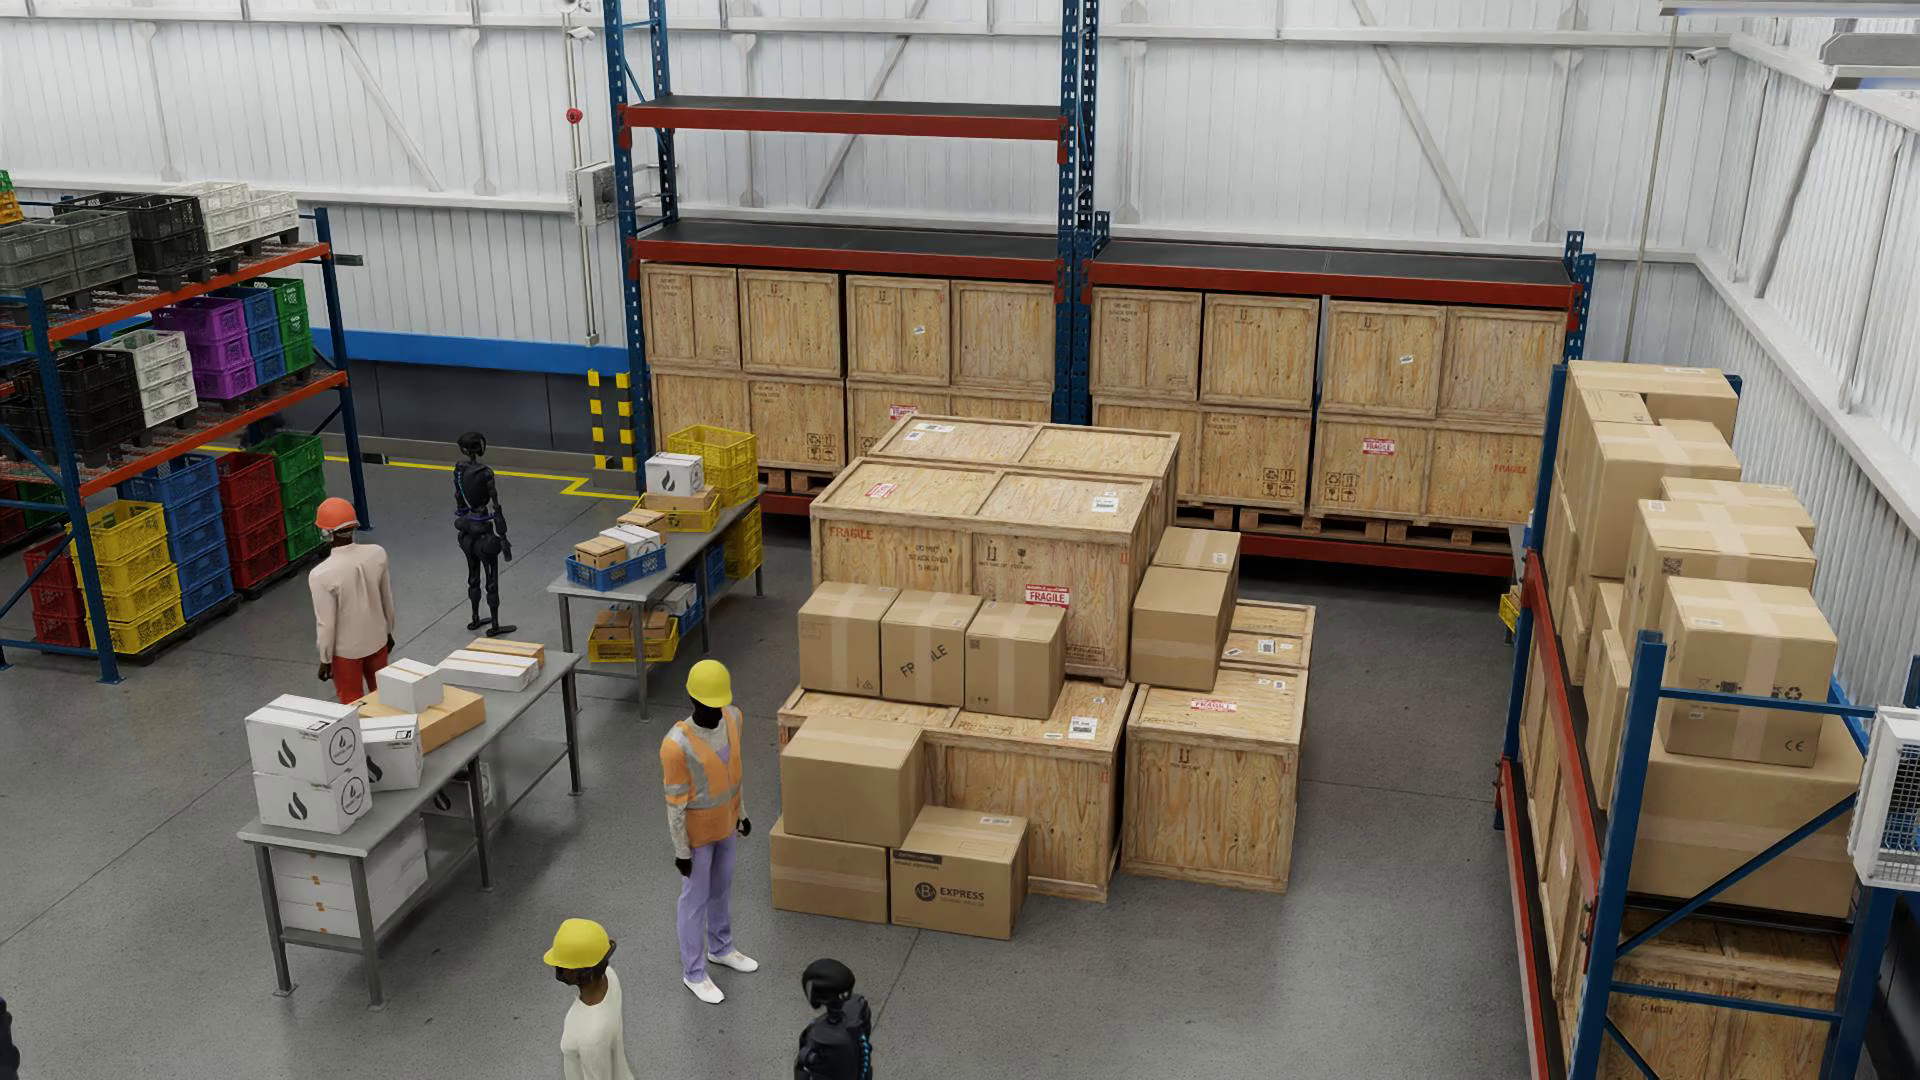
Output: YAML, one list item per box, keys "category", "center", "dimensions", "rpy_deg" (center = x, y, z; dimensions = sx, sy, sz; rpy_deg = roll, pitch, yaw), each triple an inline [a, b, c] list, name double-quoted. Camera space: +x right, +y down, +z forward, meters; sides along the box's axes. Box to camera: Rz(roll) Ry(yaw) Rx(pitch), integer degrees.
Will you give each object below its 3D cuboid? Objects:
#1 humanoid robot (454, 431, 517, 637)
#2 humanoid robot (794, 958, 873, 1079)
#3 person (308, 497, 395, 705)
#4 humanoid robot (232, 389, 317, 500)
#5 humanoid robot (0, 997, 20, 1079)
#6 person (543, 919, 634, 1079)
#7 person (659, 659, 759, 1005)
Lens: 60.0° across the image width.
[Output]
- category: "humanoid robot"
  center: [-3.808, -0.069, 13.235]
  dimensions: [0.598, 1.657, 0.325]
  rpy_deg: [16, 26, 36]
- category: "humanoid robot"
  center: [-0.486, 2.412, 6.752]
  dimensions: [0.344, 1.651, 0.569]
  rpy_deg: [11, 23, 26]
- category: "person"
  center: [-3.953, 0.673, 10.870]
  dimensions: [0.384, 1.992, 0.624]
  rpy_deg: [11, 23, 26]
- category: "humanoid robot"
  center: [-6.668, -1.082, 15.998]
  dimensions: [0.775, 1.622, 0.526]
  rpy_deg: [-14, 25, -32]
- category: "humanoid robot"
  center: [-4.346, 2.212, 7.266]
  dimensions: [0.602, 1.657, 0.315]
  rpy_deg: [6, 22, 15]
- category: "person"
  center: [-1.495, 2.329, 6.855]
  dimensions: [0.310, 1.768, 0.529]
  rpy_deg: [-3, 21, -8]
- category: "person"
  center: [-1.309, 1.505, 8.791]
  dimensions: [0.379, 1.923, 0.587]
  rpy_deg: [12, 24, 28]
